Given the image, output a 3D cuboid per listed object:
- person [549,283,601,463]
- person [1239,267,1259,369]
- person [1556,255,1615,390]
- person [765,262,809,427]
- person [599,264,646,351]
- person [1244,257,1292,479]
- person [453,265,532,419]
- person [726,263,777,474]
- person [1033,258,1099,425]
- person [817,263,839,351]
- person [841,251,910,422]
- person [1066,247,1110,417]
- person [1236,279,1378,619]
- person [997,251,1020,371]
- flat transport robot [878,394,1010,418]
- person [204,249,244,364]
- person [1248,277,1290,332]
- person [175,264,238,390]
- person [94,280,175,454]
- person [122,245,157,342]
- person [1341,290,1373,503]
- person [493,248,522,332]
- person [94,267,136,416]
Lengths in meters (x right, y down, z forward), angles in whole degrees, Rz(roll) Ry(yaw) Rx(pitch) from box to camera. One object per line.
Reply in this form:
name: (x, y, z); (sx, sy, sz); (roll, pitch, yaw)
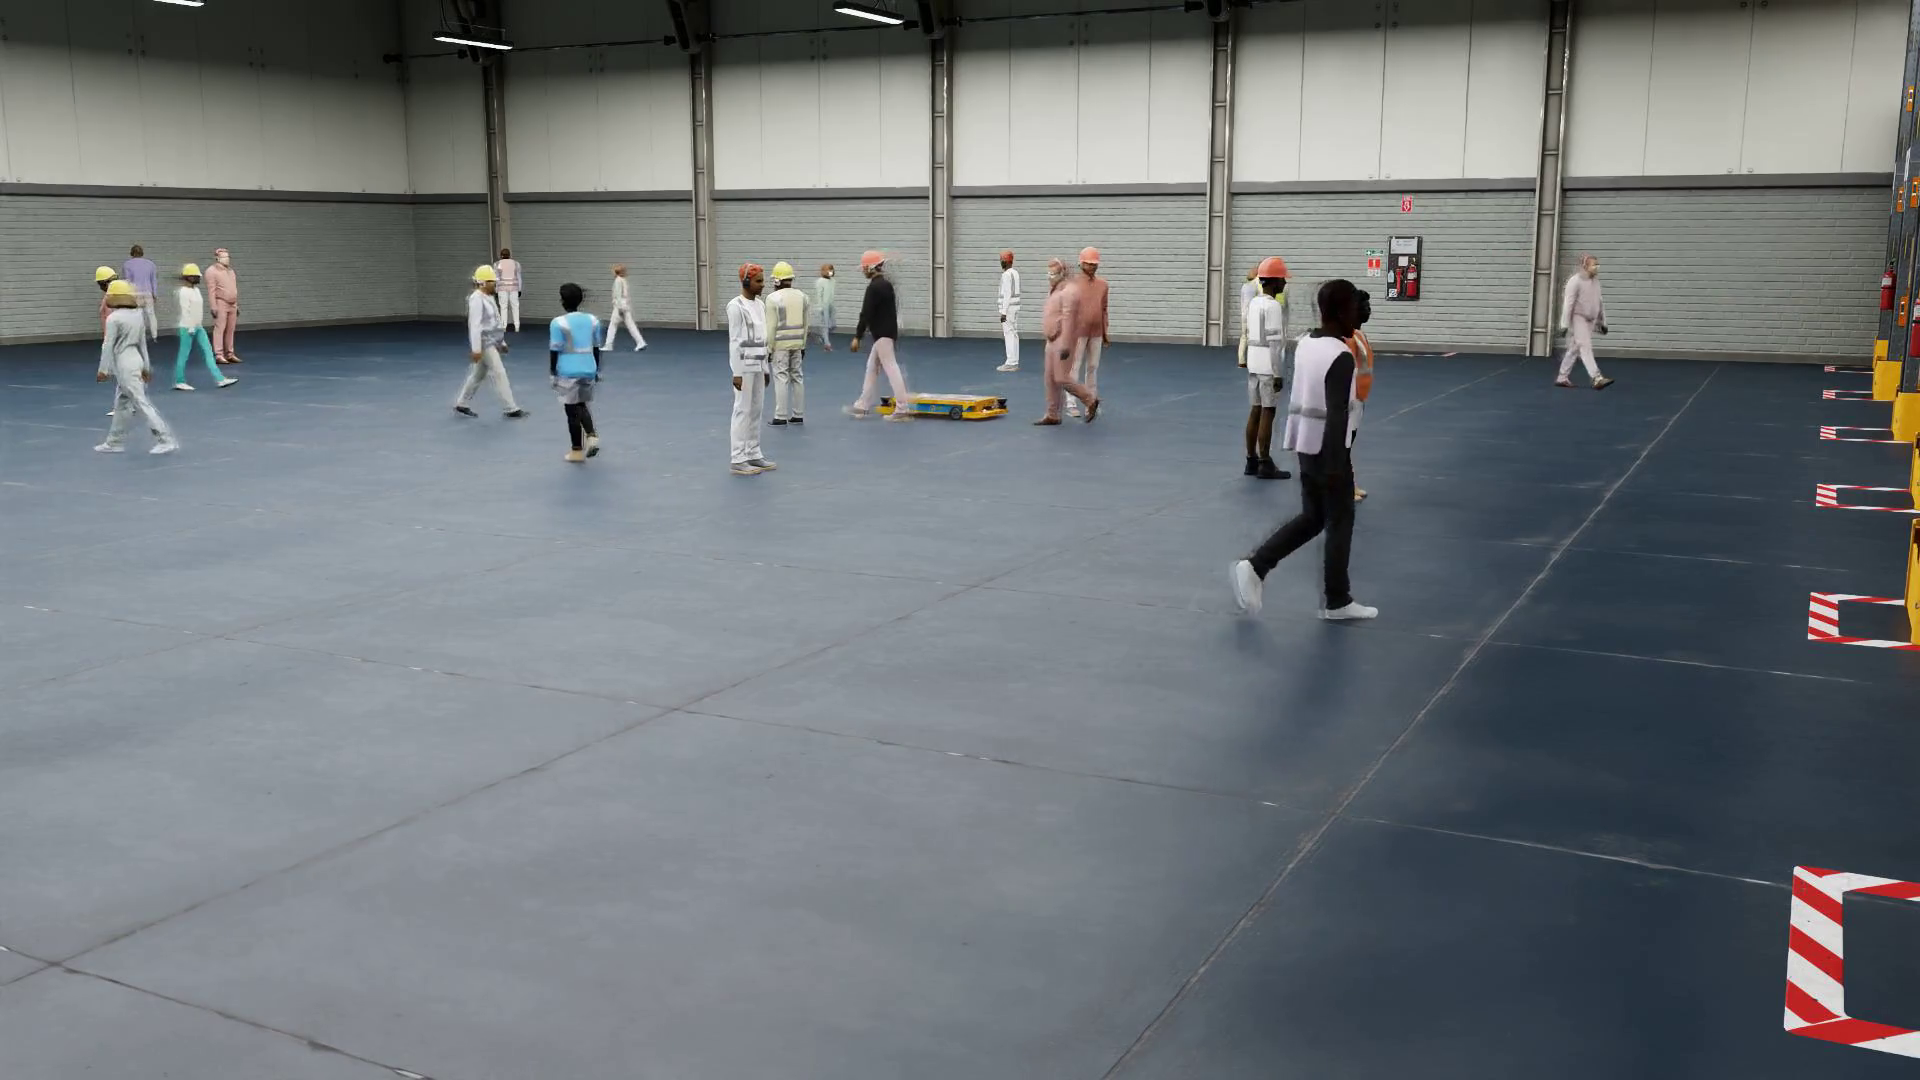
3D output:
person: (-3.614, -1.559, 15.577); (0.366, 1.684, 0.551); (9, 14, 40)
person: (4.682, -3.554, 26.661); (0.290, 1.624, 0.505); (-6, 12, -30)
person: (8.690, -2.999, 23.006); (0.672, 1.850, 1.026); (-8, 13, -37)
person: (-1.954, -2.167, 18.540); (0.404, 1.834, 0.599); (9, 14, 40)
person: (-6.209, -4.266, 30.597); (0.858, 1.600, 0.525); (1, 10, 6)
person: (2.713, -1.506, 14.621); (0.360, 1.939, 0.543); (-3, 11, -13)
person: (-5.503, -2.285, 19.300); (0.922, 1.792, 0.598); (-1, 10, -5)
person: (-1.887, -1.533, 14.933); (0.341, 1.879, 0.576); (4, 11, 20)
person: (1.204, -2.195, 18.551); (0.614, 1.879, 0.688); (-4, 11, -19)
person: (-2.459, -4.302, 30.740); (0.407, 1.621, 0.506); (9, 14, 40)
person: (-1.002, -2.328, 19.080); (0.973, 1.936, 0.644); (2, 11, 13)
person: (1.499, -2.444, 19.590); (0.623, 1.989, 0.399); (-5, 12, -27)
person: (1.949, -0.482, 9.148); (0.735, 1.900, 0.605); (-2, 11, -12)
person: (0.769, -3.605, 26.218); (0.337, 1.881, 0.584); (3, 11, 17)
flat transport robot: (-0.195, -1.596, 19.665); (1.431, 0.197, 0.652); (5, 12, 26)
person: (-12.224, -3.883, 27.675); (0.402, 1.906, 0.651); (2, 11, 13)
person: (4.304, -3.035, 23.285); (0.631, 1.823, 0.694); (-3, 11, -17)
person: (-10.454, -2.917, 22.869); (0.870, 1.723, 0.553); (0, 10, 2)
person: (-8.108, -1.683, 16.238); (0.886, 1.701, 0.497); (1, 10, 3)
person: (-16.305, -4.895, 33.102); (0.375, 1.939, 0.628); (9, 14, 41)
person: (3.149, -1.154, 13.367); (0.319, 1.697, 0.532); (4, 11, 23)
person: (-10.023, -5.533, 36.850); (0.627, 1.844, 0.429); (-5, 11, -25)
person: (-10.032, -2.352, 19.730); (0.327, 1.761, 0.522); (-2, 11, -11)
